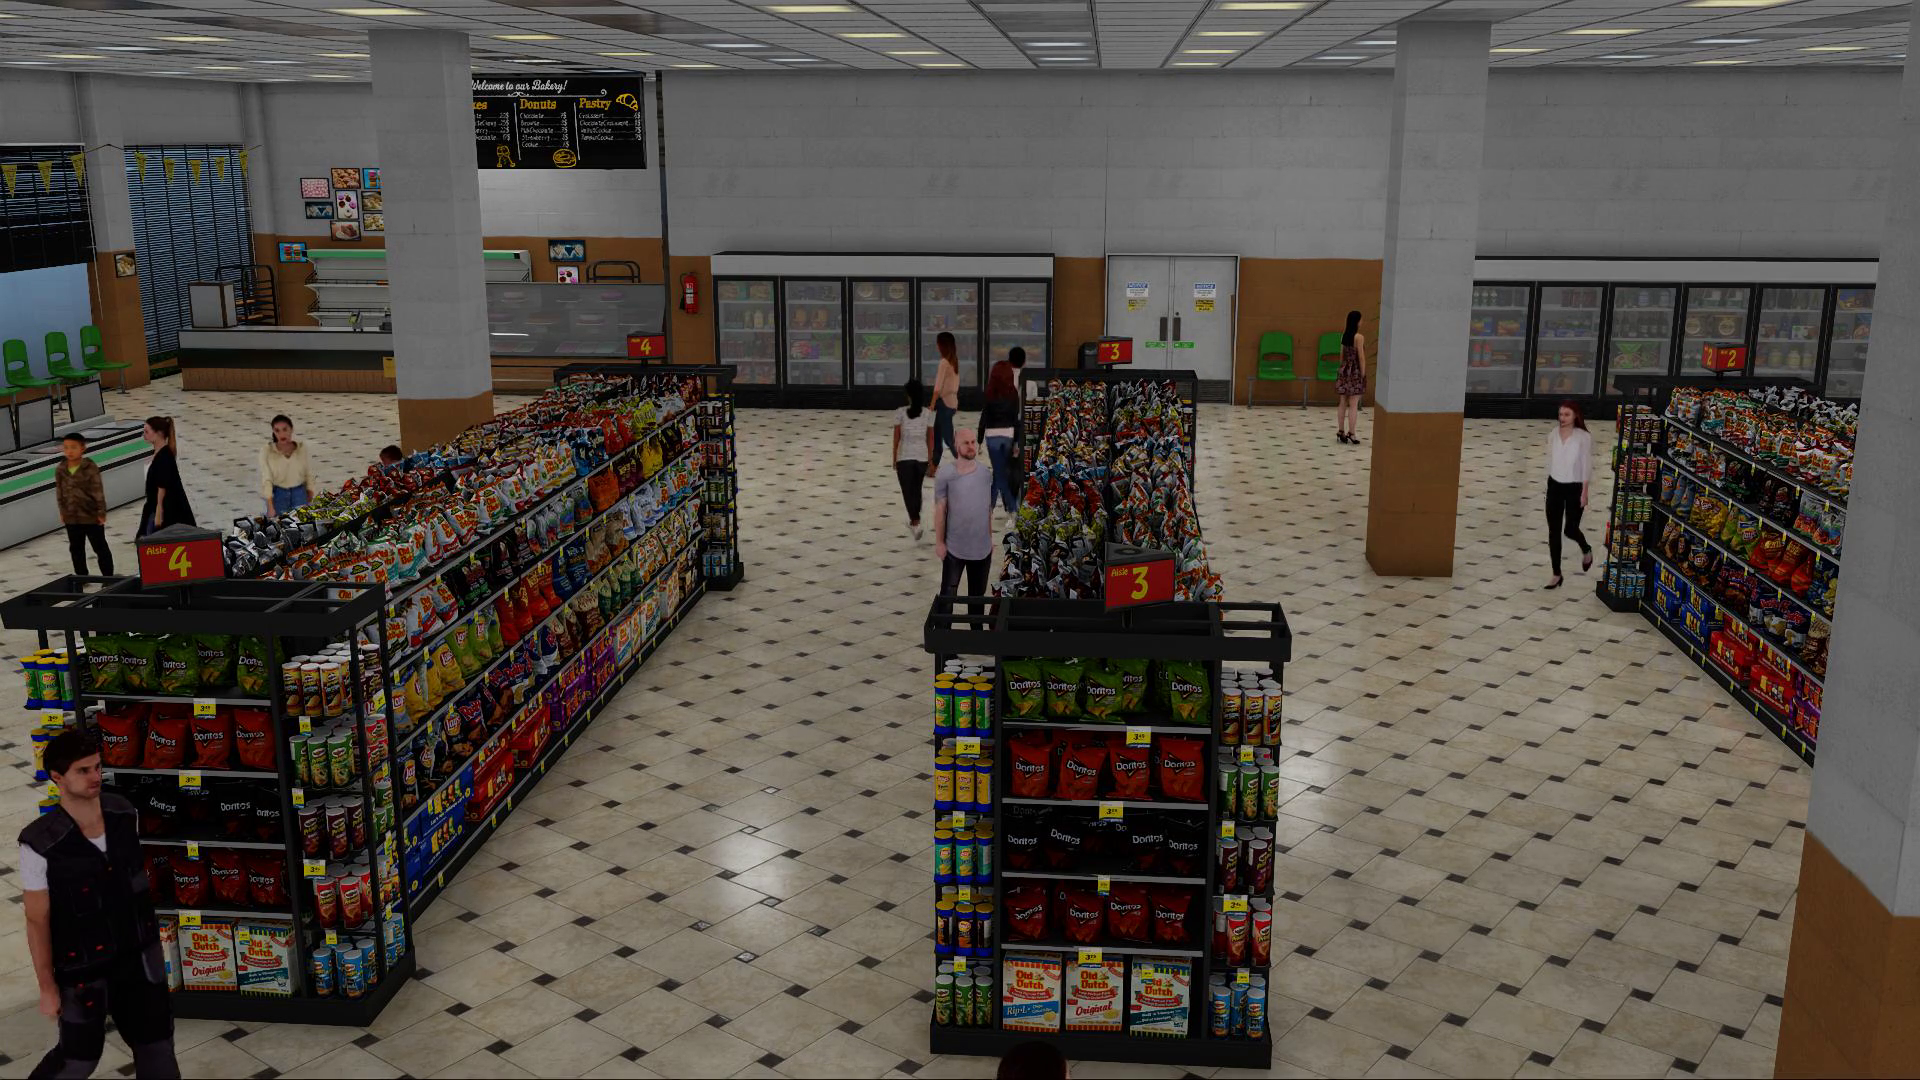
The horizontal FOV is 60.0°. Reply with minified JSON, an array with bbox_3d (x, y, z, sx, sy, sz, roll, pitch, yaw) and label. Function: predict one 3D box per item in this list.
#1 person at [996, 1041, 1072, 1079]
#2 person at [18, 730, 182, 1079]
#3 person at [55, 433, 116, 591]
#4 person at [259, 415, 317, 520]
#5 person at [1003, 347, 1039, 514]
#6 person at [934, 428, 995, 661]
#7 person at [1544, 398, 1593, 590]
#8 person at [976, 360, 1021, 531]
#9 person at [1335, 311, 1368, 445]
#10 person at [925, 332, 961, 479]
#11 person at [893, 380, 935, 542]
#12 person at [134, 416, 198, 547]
[{"bbox_3d":[0.166,2.158,4.560,0.765,1.690,0.678,-8,16,-30],"label":"person"},{"bbox_3d":[-3.411,1.624,6.487,1.038,1.821,1.173,8,16,29],"label":"person"},{"bbox_3d":[-7.918,-0.257,15.026,0.611,1.450,0.583,-1,14,-3],"label":"person"},{"bbox_3d":[-6.070,-0.323,14.987,1.006,1.597,1.194,-7,15,-27],"label":"person"},{"bbox_3d":[0.572,-1.171,18.095,0.748,1.780,1.178,-1,14,-2],"label":"person"},{"bbox_3d":[0.048,0.021,13.060,0.764,1.838,0.788,-8,16,-30],"label":"person"},{"bbox_3d":[5.531,-0.413,15.051,0.952,1.742,0.895,-11,18,-38],"label":"person"},{"bbox_3d":[0.448,-0.939,17.233,1.057,1.736,1.280,-7,15,-27],"label":"person"},{"bbox_3d":[5.249,-2.182,22.276,0.860,1.774,0.784,-7,16,-28],"label":"person"},{"bbox_3d":[-0.105,-1.557,19.705,0.768,1.771,0.918,4,14,16],"label":"person"},{"bbox_3d":[-0.459,-0.786,16.853,0.837,1.618,1.139,-4,14,-18],"label":"person"},{"bbox_3d":[-6.812,-0.243,14.515,1.032,1.664,1.042,-8,16,-29],"label":"person"}]
